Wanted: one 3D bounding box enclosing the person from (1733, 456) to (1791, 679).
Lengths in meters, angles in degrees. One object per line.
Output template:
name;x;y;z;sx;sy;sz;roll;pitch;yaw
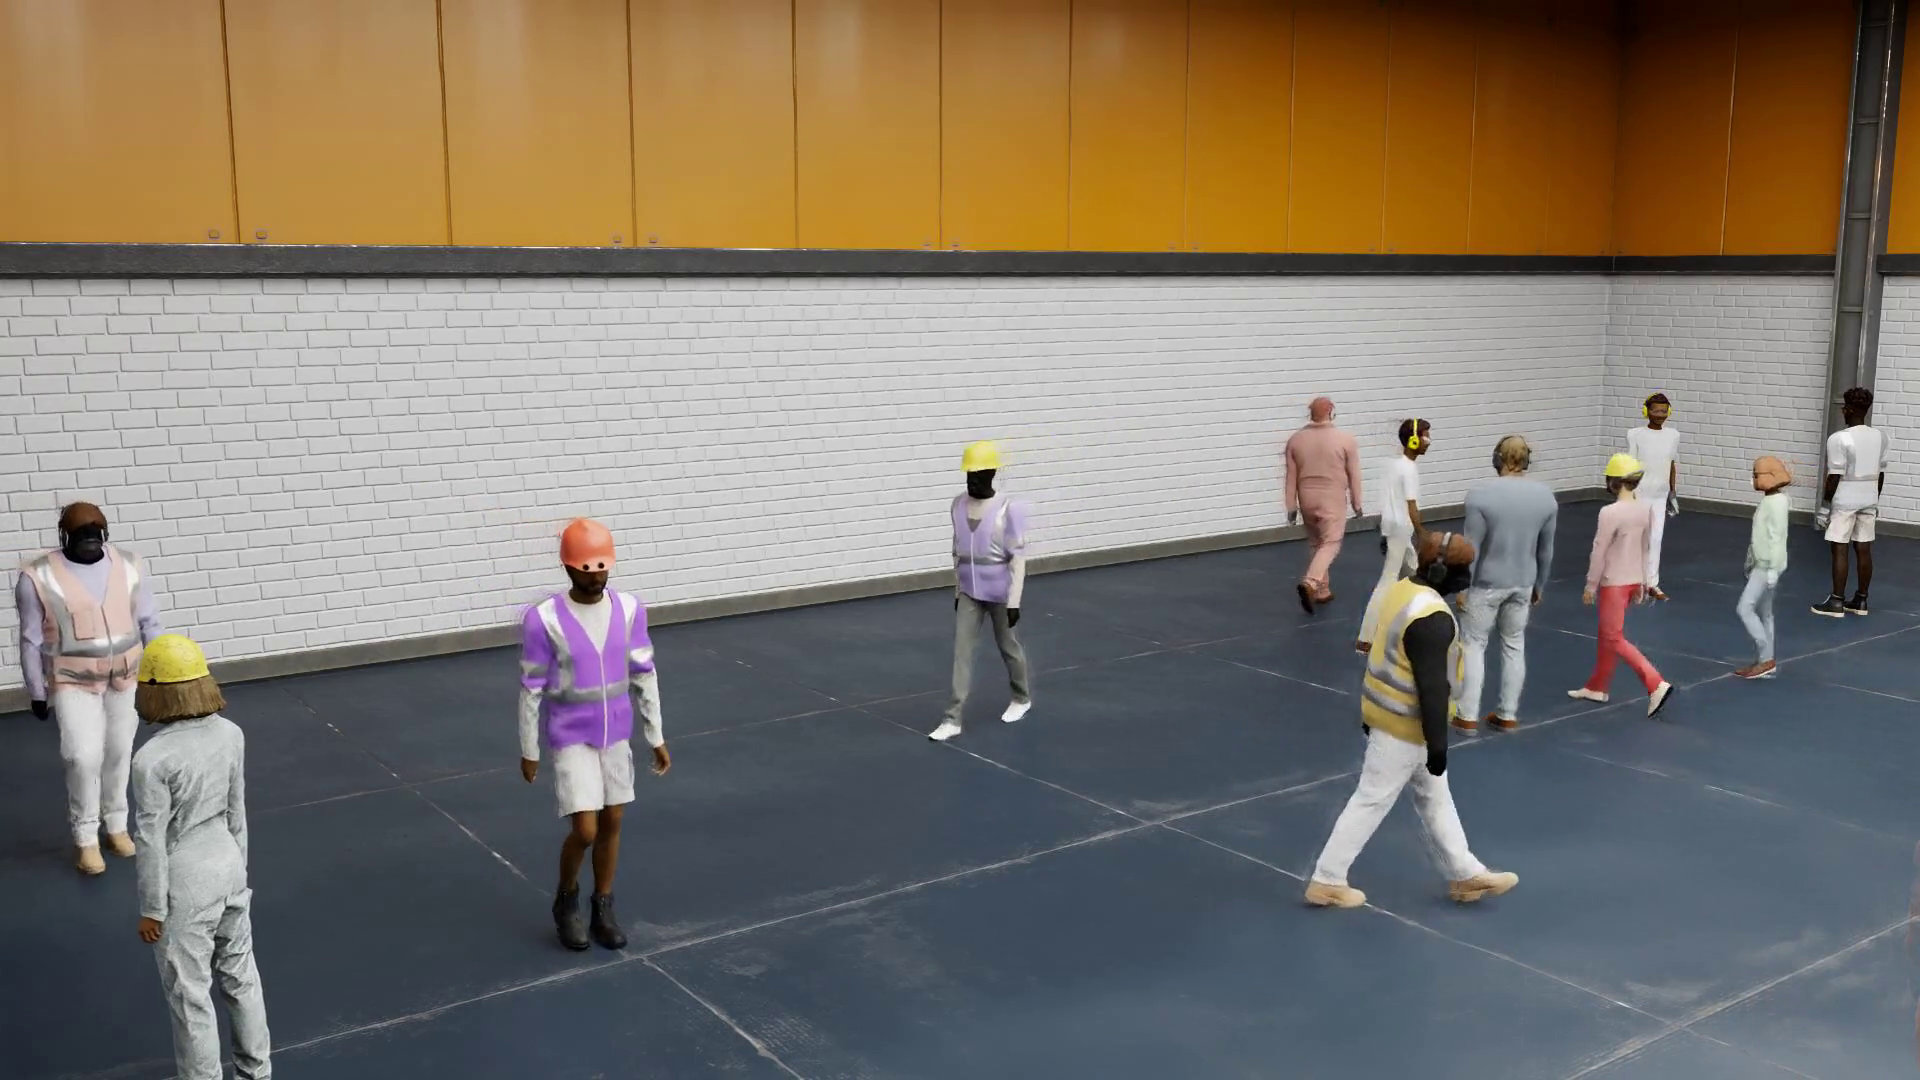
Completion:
person;5.751;0.206;11.974;0.362;1.621;0.533;3;10;18

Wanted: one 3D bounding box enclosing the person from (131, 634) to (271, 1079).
person;-2.622;1.175;5.685;0.329;1.734;0.479;2;9;13

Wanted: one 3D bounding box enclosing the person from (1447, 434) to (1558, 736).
person;3.431;0.291;10.541;0.664;1.930;0.441;-2;9;-13

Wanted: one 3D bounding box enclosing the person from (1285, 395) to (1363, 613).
person;3.124;-0.317;14.462;0.646;1.872;0.852;7;11;36

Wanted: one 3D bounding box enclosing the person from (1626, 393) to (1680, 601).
person;6.177;-0.380;14.866;0.531;1.867;0.322;-1;9;-7

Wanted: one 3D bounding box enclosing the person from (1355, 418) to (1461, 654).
person;3.491;-0.009;12.706;0.950;1.823;0.546;1;9;7

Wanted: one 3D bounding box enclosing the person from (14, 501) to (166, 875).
person;-4.227;0.718;8.228;0.610;1.824;0.638;8;12;40

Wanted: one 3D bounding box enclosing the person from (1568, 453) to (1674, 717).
person;4.458;0.293;11.107;0.528;1.745;0.761;-8;12;-39

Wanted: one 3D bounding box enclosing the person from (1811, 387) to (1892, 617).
person;7.597;-0.321;14.190;0.604;1.966;0.367;-3;10;-16

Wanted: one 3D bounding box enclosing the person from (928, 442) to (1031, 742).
person;0.170;0.303;10.635;0.601;1.880;0.974;7;11;35

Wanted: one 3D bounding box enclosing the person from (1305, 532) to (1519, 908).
person;2.083;0.837;7.621;0.990;1.774;0.671;1;9;7

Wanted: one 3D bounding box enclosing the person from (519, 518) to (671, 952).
person;-1.578;0.845;7.149;0.560;1.916;0.449;-7;12;-38
